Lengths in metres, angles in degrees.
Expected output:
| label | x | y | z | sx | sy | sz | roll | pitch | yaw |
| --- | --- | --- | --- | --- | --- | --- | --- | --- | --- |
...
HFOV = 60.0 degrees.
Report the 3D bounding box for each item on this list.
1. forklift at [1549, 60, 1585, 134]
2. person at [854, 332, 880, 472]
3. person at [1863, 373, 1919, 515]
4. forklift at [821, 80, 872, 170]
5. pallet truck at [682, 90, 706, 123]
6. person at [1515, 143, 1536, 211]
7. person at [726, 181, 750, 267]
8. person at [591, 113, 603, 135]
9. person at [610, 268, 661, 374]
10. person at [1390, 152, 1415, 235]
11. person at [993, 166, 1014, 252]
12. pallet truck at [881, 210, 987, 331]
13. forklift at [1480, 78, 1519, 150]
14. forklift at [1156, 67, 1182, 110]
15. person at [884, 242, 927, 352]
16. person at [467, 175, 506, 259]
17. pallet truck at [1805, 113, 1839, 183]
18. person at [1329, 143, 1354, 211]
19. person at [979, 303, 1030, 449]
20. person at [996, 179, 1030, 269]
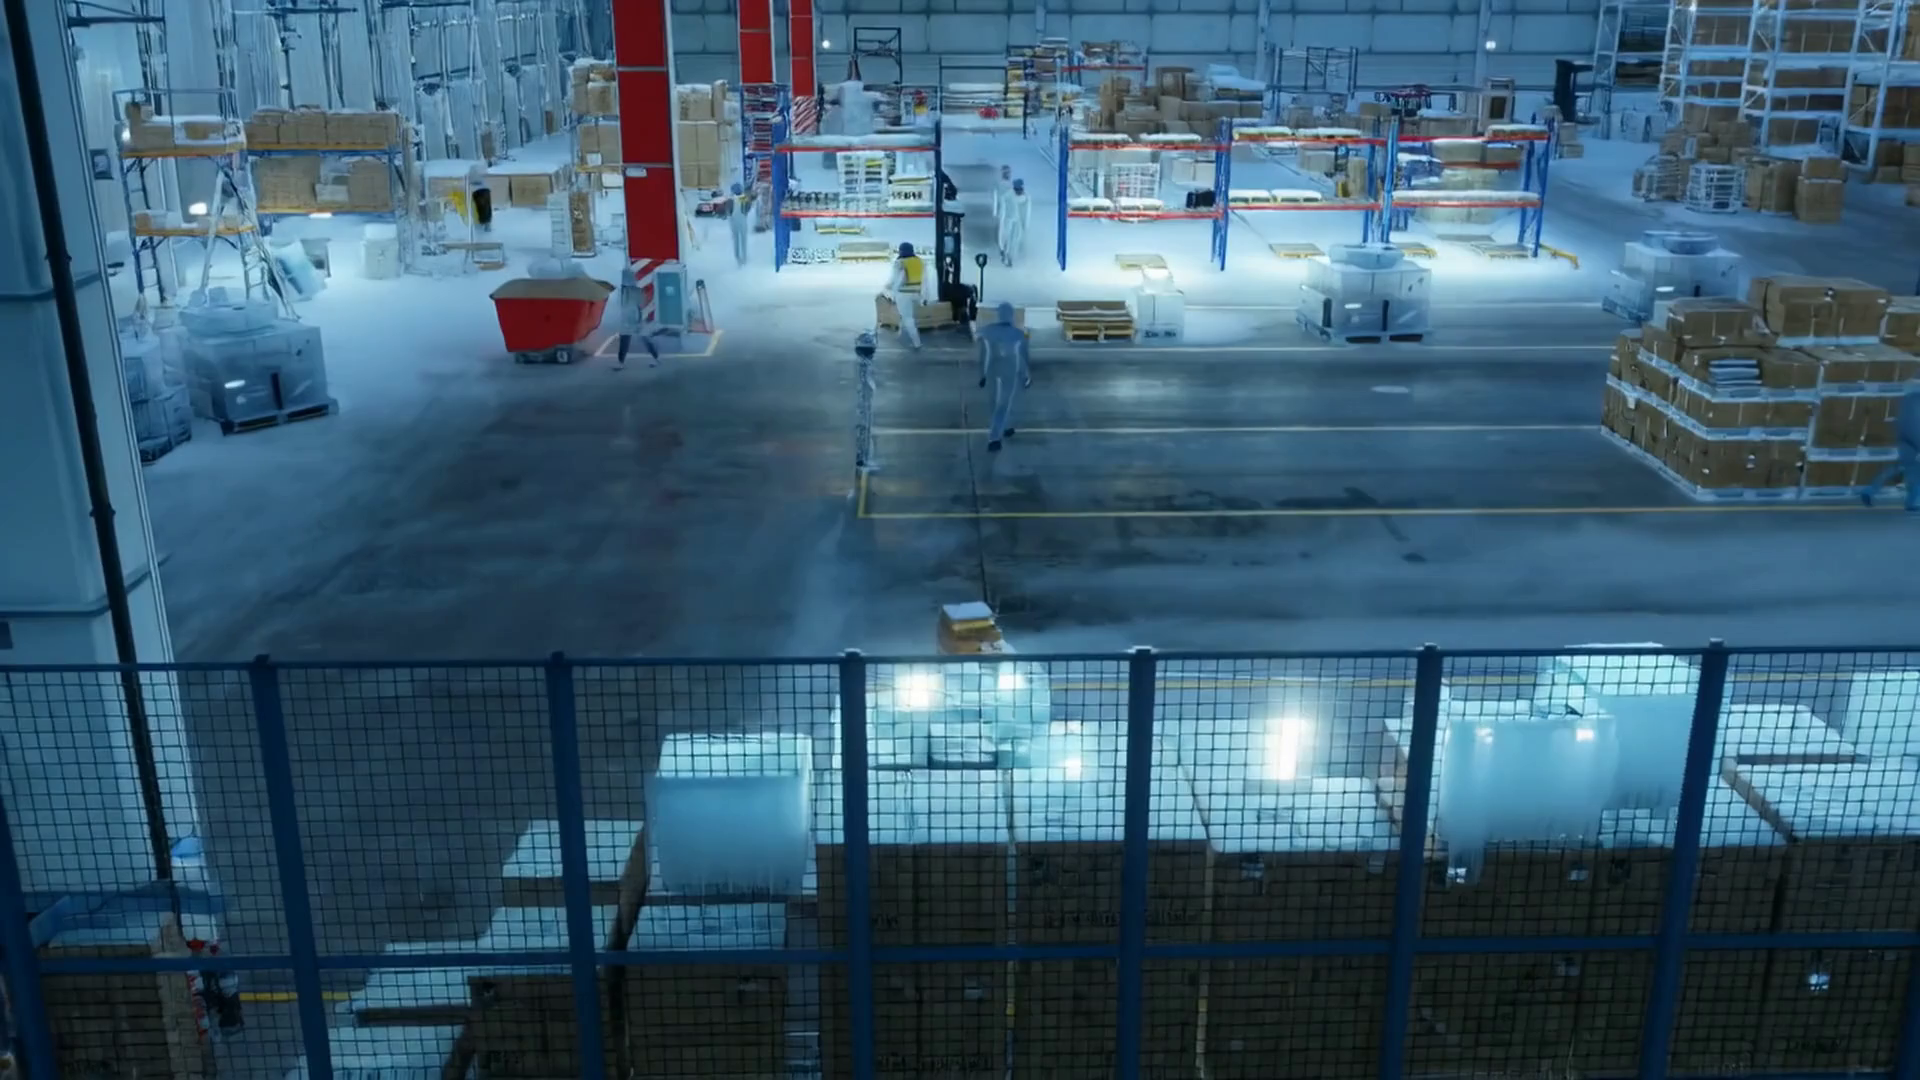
| label | x | y | z | sx | sy | sz | roll | pitch | yaw |
| --- | --- | --- | --- | --- | --- | --- | --- | --- | --- |
| forklift | 23.899 | -17.641 | 66.204 | 1.873 | 2.768 | 1.129 | 0 | 19 | -1 |
| person | -1.165 | -1.734 | 20.767 | 0.312 | 1.744 | 0.487 | -2 | 19 | -6 |
| person | 10.809 | -1.124 | 18.951 | 0.666 | 1.743 | 0.532 | 1 | 19 | 2 |
| forklift | -3.431 | -13.266 | 53.226 | 1.873 | 2.768 | 1.129 | 8 | 20 | 21 |
| pallet truck | -9.671 | -15.907 | 62.421 | 0.823 | 1.965 | 1.885 | 5 | 19 | 15 |
| person | 14.970 | -9.682 | 44.111 | 0.568 | 1.890 | 0.934 | 1 | 19 | 3 |
| person | -4.717 | -6.726 | 35.453 | 0.504 | 1.833 | 0.393 | -1 | 19 | -3 |
| person | -14.349 | -16.832 | 65.721 | 0.511 | 1.638 | 0.307 | 5 | 19 | 14 |
| person | -5.081 | -3.447 | 26.003 | 0.534 | 1.647 | 0.905 | 14 | 23 | 36 |
| person | 10.662 | -8.355 | 40.067 | 0.608 | 1.963 | 0.371 | -14 | 23 | -35 |
| person | 1.035 | -7.446 | 37.447 | 0.620 | 1.911 | 0.419 | 8 | 20 | 24 |
| pallet truck | -0.493 | -4.759 | 29.349 | 1.885 | 1.965 | 0.823 | -13 | 23 | -34 |
| forklift | 17.558 | -13.677 | 54.444 | 1.129 | 2.768 | 1.873 | -1 | 19 | -1 |
| forklift | 7.674 | -16.089 | 61.599 | 1.129 | 2.768 | 1.873 | -9 | 21 | -25 |
| person | -0.925 | -4.038 | 27.551 | 0.614 | 1.771 | 1.012 | -17 | 25 | -41 |
| person | -10.312 | -6.991 | 36.137 | 0.649 | 1.892 | 0.580 | 10 | 21 | 26 |
| pallet truck | 26.403 | -11.957 | 50.702 | 0.823 | 1.965 | 1.885 | 6 | 19 | 16 |
| person | 10.145 | -9.700 | 44.141 | 0.587 | 1.913 | 0.392 | 16 | 25 | 40 |
| person | 0.579 | -2.167 | 21.842 | 0.649 | 1.885 | 1.041 | 9 | 21 | 25 |
| person | 1.118 | -6.719 | 35.313 | 0.710 | 1.901 | 0.552 | -1 | 19 | -4 |
